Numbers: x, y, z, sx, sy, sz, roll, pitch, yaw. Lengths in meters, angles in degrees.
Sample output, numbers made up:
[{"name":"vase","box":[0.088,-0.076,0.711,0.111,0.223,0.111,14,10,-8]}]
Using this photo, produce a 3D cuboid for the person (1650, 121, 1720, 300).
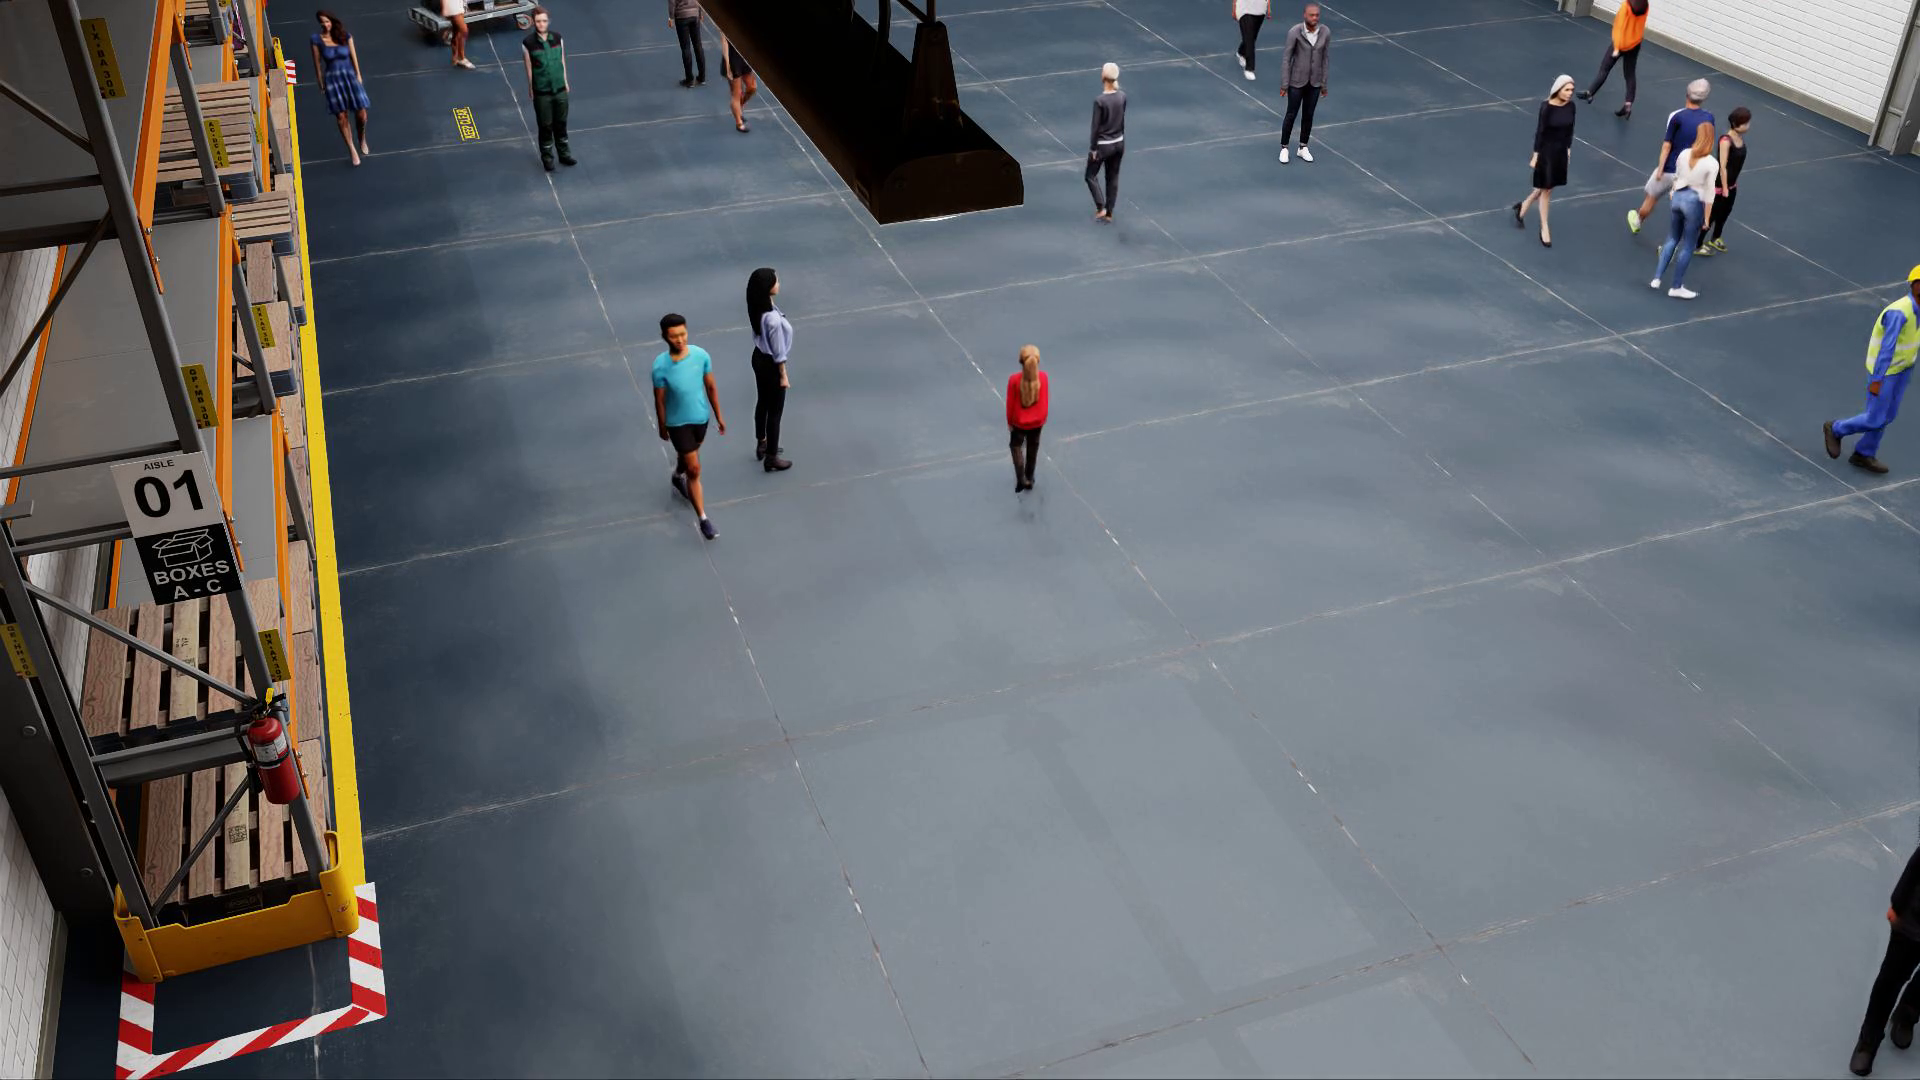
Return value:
[{"name":"person","box":[7.042,-3.219,16.160,0.783,1.721,0.598,-11,35,-16]}]

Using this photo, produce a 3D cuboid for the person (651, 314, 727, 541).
[{"name":"person","box":[-2.118,-0.942,12.724,0.852,1.732,1.246,-21,39,-29]}]

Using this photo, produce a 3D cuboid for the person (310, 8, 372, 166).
[{"name":"person","box":[-7.096,-5.210,19.089,0.667,1.793,0.666,-13,36,-18]}]

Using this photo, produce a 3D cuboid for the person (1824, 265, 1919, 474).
[{"name":"person","box":[7.387,-1.389,13.334,0.777,1.801,0.878,-21,39,-28]}]

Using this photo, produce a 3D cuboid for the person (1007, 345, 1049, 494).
[{"name":"person","box":[0.546,-0.924,13.113,0.553,1.271,0.695,-6,34,-9]}]

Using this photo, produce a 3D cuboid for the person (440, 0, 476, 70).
[{"name":"person","box":[-6.788,-7.090,22.024,0.793,1.677,0.728,9,35,13]}]

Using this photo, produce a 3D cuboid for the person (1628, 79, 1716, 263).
[{"name":"person","box":[7.300,-3.698,16.826,0.890,1.781,1.225,-2,34,-4]}]

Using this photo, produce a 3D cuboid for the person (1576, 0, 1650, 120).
[{"name":"person","box":[8.216,-6.005,20.354,0.700,1.718,1.042,-16,37,-23]}]

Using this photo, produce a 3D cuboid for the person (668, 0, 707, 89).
[{"name":"person","box":[-3.512,-6.737,21.414,0.699,1.764,0.629,-19,38,-26]}]

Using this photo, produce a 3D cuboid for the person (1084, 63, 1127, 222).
[{"name":"person","box":[1.601,-4.167,17.593,0.633,1.714,0.638,-15,36,-21]}]

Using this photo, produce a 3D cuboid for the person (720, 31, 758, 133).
[{"name":"person","box":[-2.730,-5.757,20.027,0.749,1.667,0.706,28,43,35]}]

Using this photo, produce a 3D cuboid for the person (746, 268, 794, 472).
[{"name":"person","box":[-1.543,-1.379,13.370,0.733,1.744,0.553,-18,38,-25]}]

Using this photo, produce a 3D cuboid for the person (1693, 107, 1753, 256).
[{"name":"person","box":[7.763,-3.675,17.007,0.684,1.543,0.674,23,40,31]}]

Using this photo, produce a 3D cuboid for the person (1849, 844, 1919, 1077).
[{"name":"person","box":[4.998,1.889,8.449,0.989,1.750,1.010,20,38,27]}]

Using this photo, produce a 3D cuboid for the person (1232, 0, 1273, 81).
[{"name":"person","box":[3.824,-6.975,21.868,0.677,1.656,1.072,-10,35,-15]}]

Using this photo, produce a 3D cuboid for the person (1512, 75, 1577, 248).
[{"name":"person","box":[6.109,-3.995,17.323,0.588,1.725,0.955,-10,35,-15]}]

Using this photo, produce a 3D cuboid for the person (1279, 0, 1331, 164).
[{"name":"person","box":[3.967,-5.274,19.166,0.775,1.816,0.659,-4,34,-7]}]

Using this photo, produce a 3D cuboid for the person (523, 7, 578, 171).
[{"name":"person","box":[-4.688,-5.159,18.969,0.700,1.841,0.673,-22,40,-30]}]
